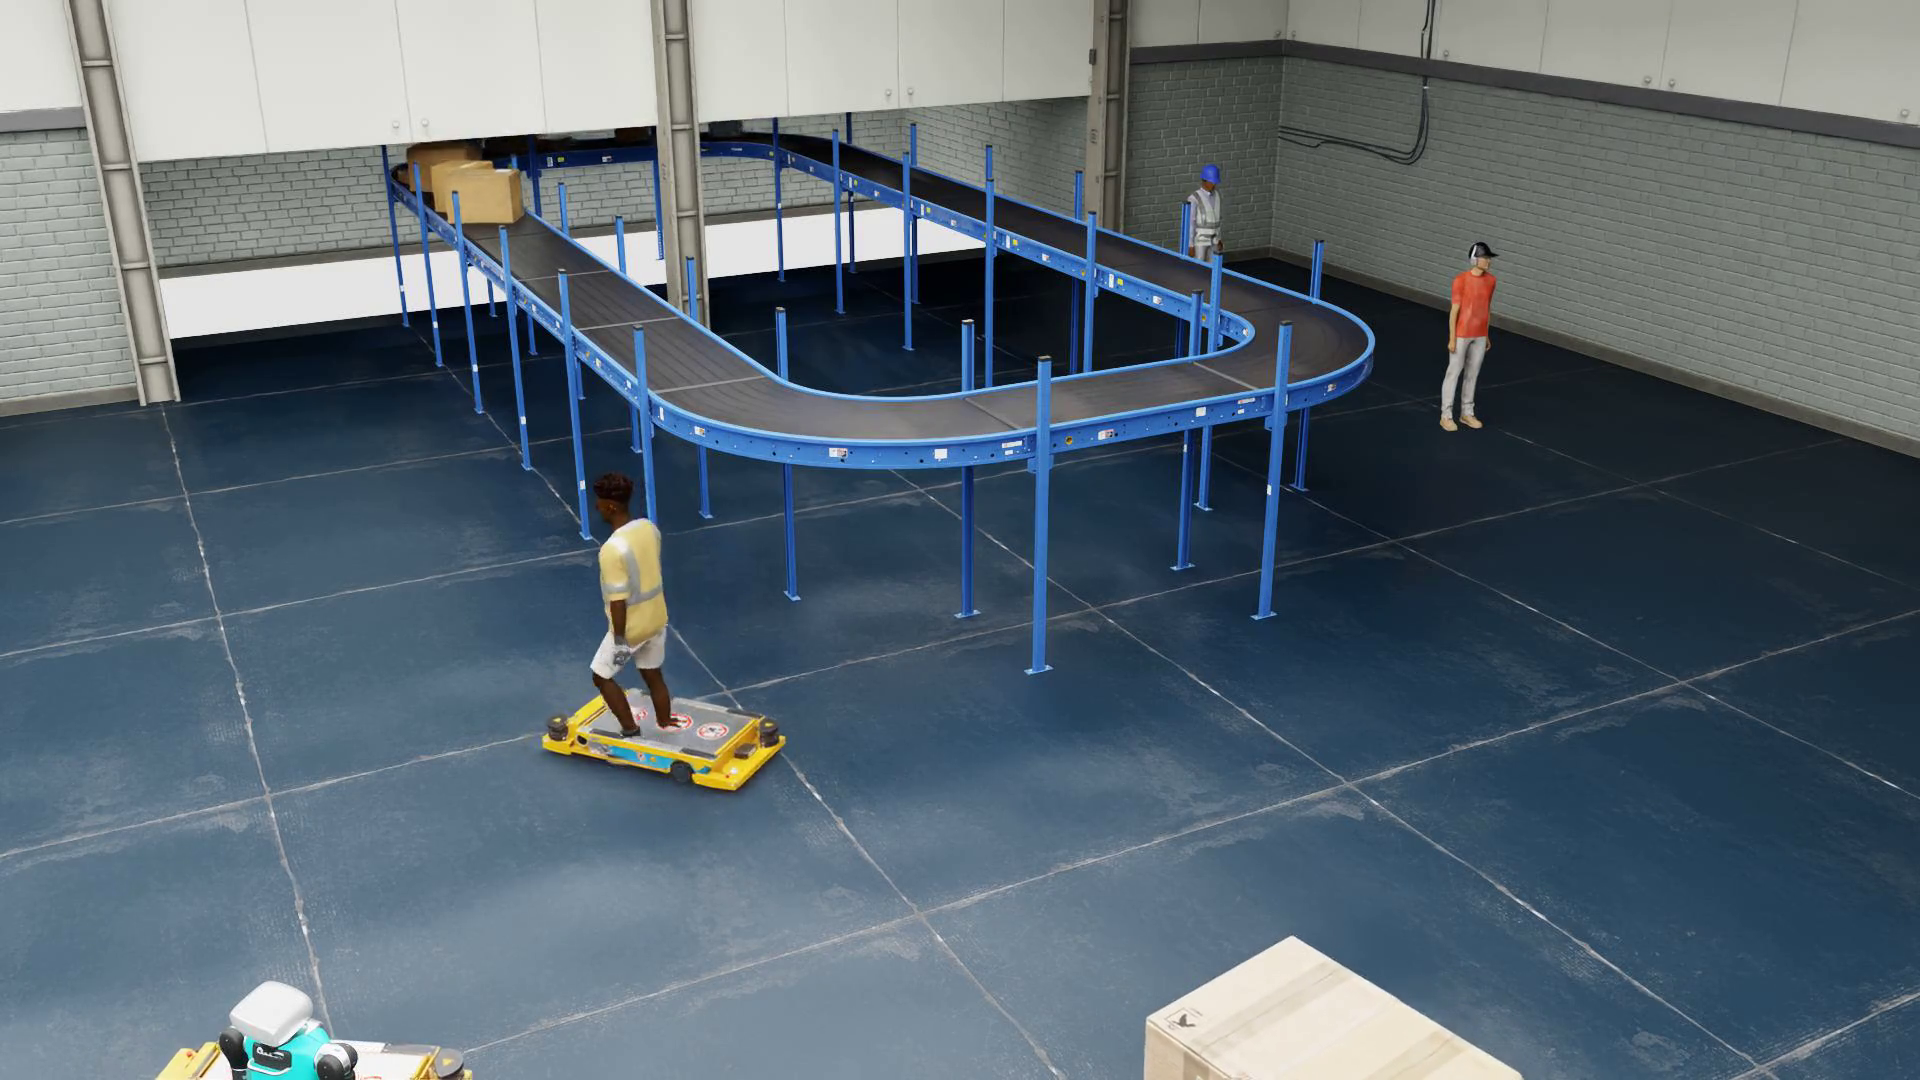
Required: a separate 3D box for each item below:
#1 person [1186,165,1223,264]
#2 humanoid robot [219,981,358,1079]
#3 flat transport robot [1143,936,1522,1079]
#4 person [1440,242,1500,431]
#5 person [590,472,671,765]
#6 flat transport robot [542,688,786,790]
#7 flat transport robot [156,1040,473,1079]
[{"bbox_3d":[3.090,-3.766,20.975,0.612,1.933,0.415,-18,28,-37],"label":"person"},{"bbox_3d":[-2.412,2.411,5.779,0.533,1.677,0.735,8,23,19],"label":"humanoid robot"},{"bbox_3d":[1.557,2.712,7.171,1.431,0.231,0.659,-17,27,-36],"label":"flat transport robot"},{"bbox_3d":[5.142,-2.045,16.743,0.481,1.912,0.373,-8,23,-18],"label":"person"},{"bbox_3d":[-2.068,0.502,10.394,0.522,1.945,0.617,9,24,21],"label":"person"},{"bbox_3d":[-1.913,1.265,10.747,1.431,0.231,0.659,9,24,21],"label":"flat transport robot"},{"bbox_3d":[-3.025,2.561,7.544,1.431,0.231,0.659,2,22,5],"label":"flat transport robot"}]
